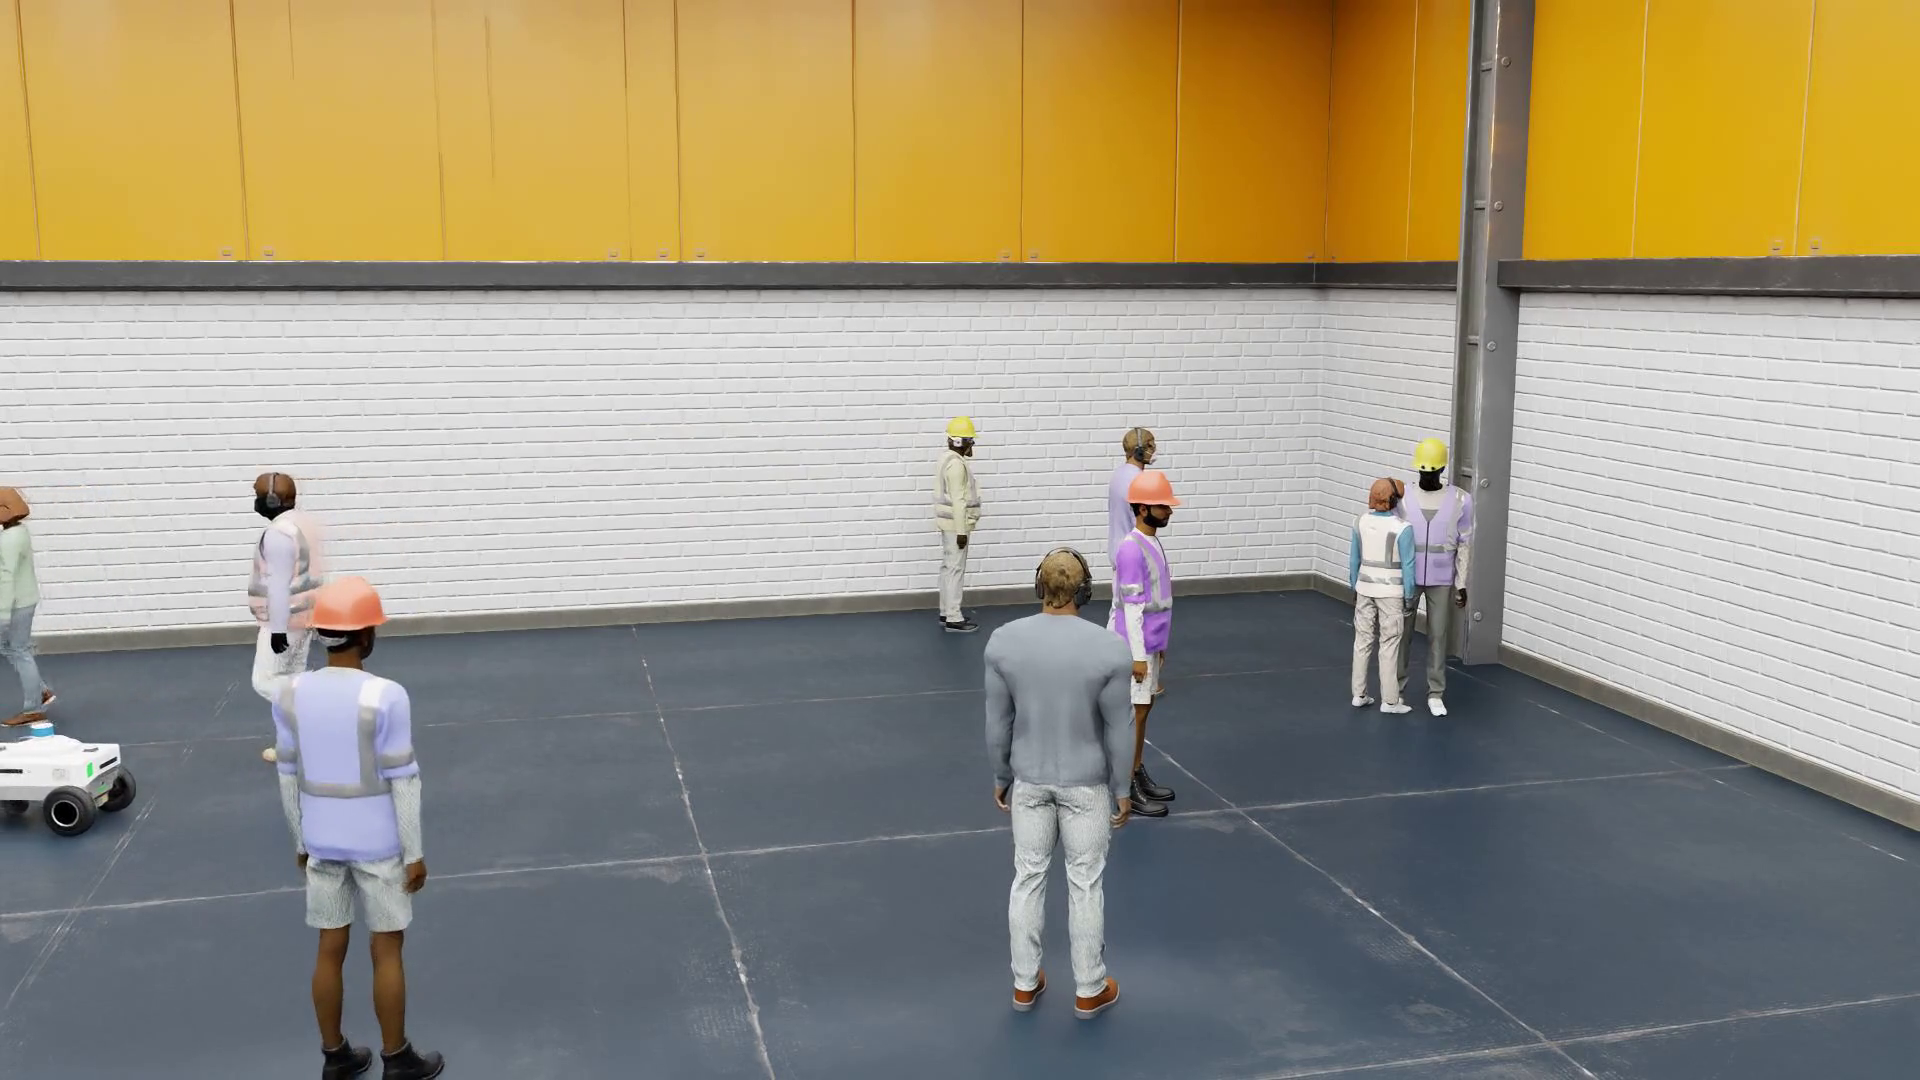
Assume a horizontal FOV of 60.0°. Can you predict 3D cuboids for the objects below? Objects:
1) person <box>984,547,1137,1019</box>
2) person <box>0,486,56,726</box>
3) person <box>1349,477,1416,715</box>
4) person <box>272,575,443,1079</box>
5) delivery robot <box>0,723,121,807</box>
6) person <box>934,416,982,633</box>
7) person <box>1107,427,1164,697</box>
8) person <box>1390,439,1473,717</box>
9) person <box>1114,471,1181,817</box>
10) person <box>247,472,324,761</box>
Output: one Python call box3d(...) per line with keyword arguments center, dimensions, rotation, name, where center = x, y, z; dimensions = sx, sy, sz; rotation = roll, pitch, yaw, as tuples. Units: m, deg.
box3d(center=(0.413, 0.986, 6.783), dimensions=(0.633, 1.939, 0.368), rotation=(3, 10, 19), name="person")
box3d(center=(-6.334, 0.446, 11.108), dimensions=(0.341, 1.620, 0.520), rotation=(-4, 10, -21), name="person")
box3d(center=(2.911, 0.383, 11.477), dimensions=(0.306, 1.639, 0.523), rotation=(-7, 12, -38), name="person")
box3d(center=(-2.212, 1.092, 6.132), dimensions=(0.550, 1.935, 0.374), rotation=(2, 9, 12), name="person")
box3d(center=(-5.023, 1.252, 9.140), dimensions=(0.707, 0.478, 0.477), rotation=(0, 9, 2), name="delivery robot")
box3d(center=(-0.016, -0.137, 14.135), dimensions=(0.403, 1.827, 0.599), rotation=(-2, 9, -10), name="person")
box3d(center=(1.250, 0.152, 11.990), dimensions=(0.374, 1.941, 0.627), rotation=(-2, 9, -11), name="person")
box3d(center=(3.191, 0.257, 11.402), dimensions=(0.584, 1.918, 0.381), rotation=(2, 9, 13), name="person")
box3d(center=(1.054, 0.572, 9.370), dimensions=(0.359, 1.938, 0.545), rotation=(3, 9, 16), name="person")
box3d(center=(-4.128, 0.490, 10.229), dimensions=(0.446, 1.827, 0.651), rotation=(-1, 9, -8), name="person")
